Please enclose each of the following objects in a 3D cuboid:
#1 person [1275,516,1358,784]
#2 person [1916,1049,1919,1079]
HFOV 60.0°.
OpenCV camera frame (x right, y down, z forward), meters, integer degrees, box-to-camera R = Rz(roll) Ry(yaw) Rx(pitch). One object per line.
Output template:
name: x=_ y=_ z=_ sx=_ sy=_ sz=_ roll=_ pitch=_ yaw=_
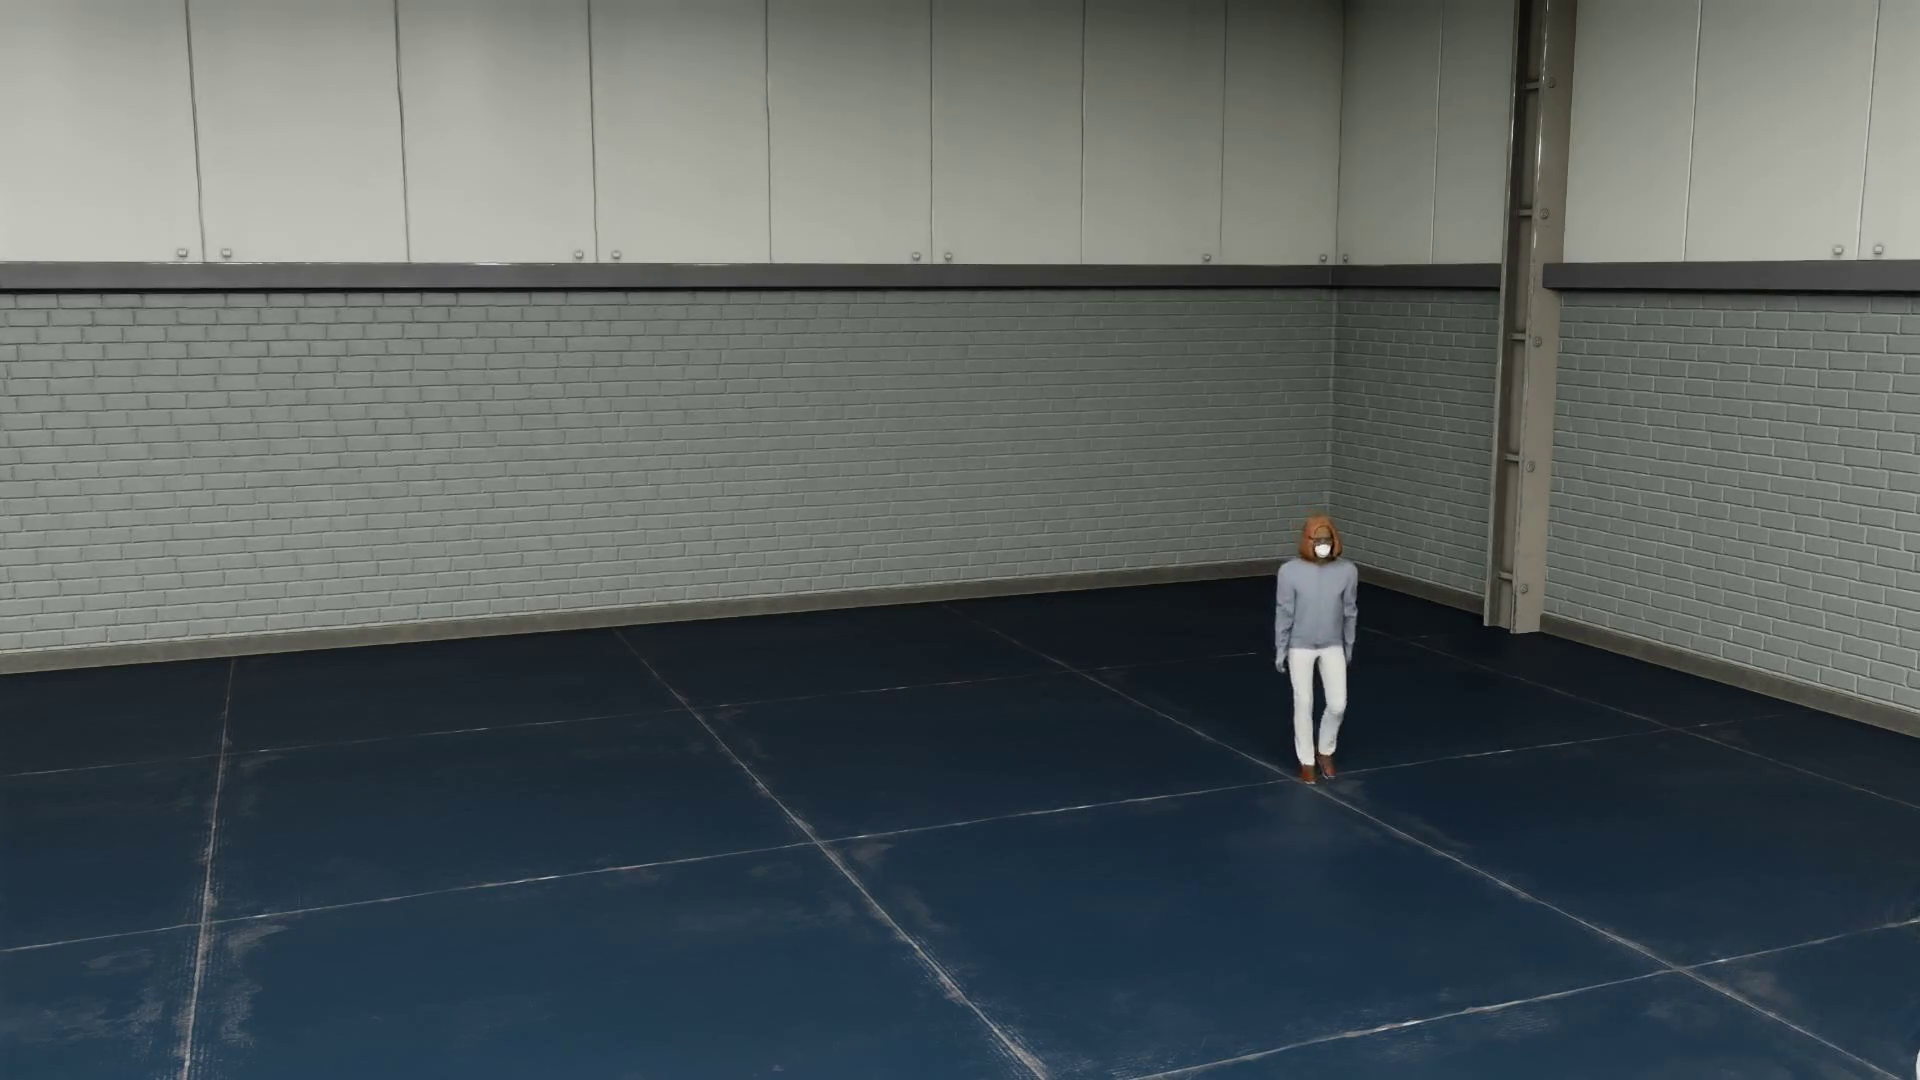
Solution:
person: x=2.114 y=0.660 z=9.886 sx=0.511 sy=1.617 sz=0.376 roll=0 pitch=9 yaw=1
person: x=2.198 y=1.574 z=3.740 sx=0.532 sy=1.744 sz=0.620 roll=-9 pitch=12 yaw=-43
